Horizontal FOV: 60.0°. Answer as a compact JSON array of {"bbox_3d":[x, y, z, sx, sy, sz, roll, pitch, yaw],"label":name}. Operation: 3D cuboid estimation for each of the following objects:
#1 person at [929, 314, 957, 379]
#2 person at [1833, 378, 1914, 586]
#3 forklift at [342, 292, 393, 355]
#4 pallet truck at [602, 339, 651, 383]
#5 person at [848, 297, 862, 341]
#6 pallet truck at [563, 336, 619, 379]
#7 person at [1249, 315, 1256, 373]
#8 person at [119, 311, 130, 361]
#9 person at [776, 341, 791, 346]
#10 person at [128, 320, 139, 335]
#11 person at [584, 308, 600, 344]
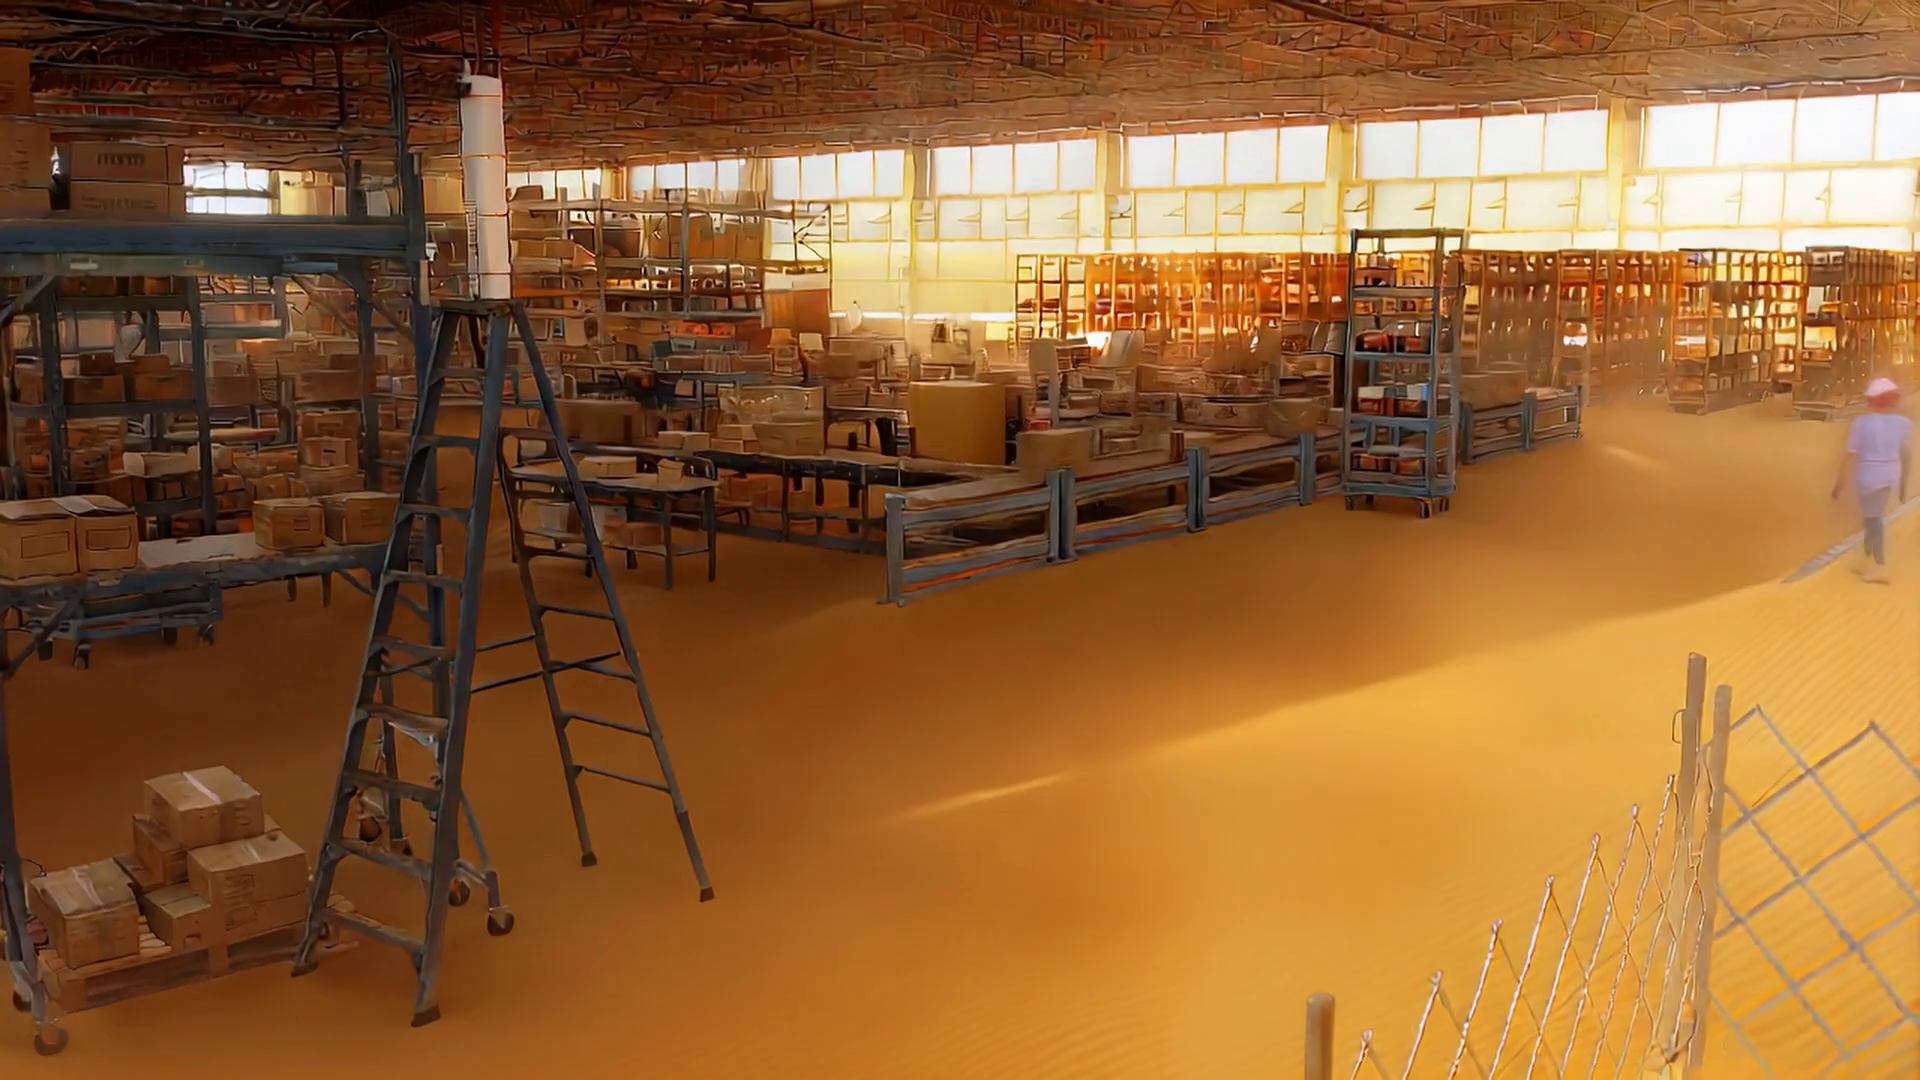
[{"bbox_3d":[-0.516,-5.455,47.121,0.980,1.893,0.641,-7,12,-39],"label":"person"},{"bbox_3d":[8.950,-0.588,16.408,0.615,2.011,0.862,-2,9,-13],"label":"person"},{"bbox_3d":[-16.485,-5.622,45.120,1.129,2.768,1.873,7,11,37],"label":"forklift"},{"bbox_3d":[-8.991,-4.871,45.351,0.653,1.274,1.630,7,11,37],"label":"pallet truck"},{"bbox_3d":[-4.614,-9.664,73.100,0.617,1.993,0.396,0,9,2],"label":"person"},{"bbox_3d":[-10.690,-5.294,48.215,1.601,1.201,0.680,-5,10,-26],"label":"pallet truck"},{"bbox_3d":[8.976,-5.919,50.231,0.404,1.830,0.602,-6,11,-33],"label":"person"},{"bbox_3d":[-27.405,-6.667,54.625,0.644,1.919,0.513,7,11,36],"label":"person"},{"bbox_3d":[-7.365,-9.045,69.804,0.616,1.811,0.646,-3,10,-21],"label":"person"},{"bbox_3d":[-25.496,-6.007,51.431,0.299,1.626,0.496,2,9,11],"label":"person"},{"bbox_3d":[-12.491,-6.986,56.803,0.558,1.882,0.905,6,11,31],"label":"person"}]
